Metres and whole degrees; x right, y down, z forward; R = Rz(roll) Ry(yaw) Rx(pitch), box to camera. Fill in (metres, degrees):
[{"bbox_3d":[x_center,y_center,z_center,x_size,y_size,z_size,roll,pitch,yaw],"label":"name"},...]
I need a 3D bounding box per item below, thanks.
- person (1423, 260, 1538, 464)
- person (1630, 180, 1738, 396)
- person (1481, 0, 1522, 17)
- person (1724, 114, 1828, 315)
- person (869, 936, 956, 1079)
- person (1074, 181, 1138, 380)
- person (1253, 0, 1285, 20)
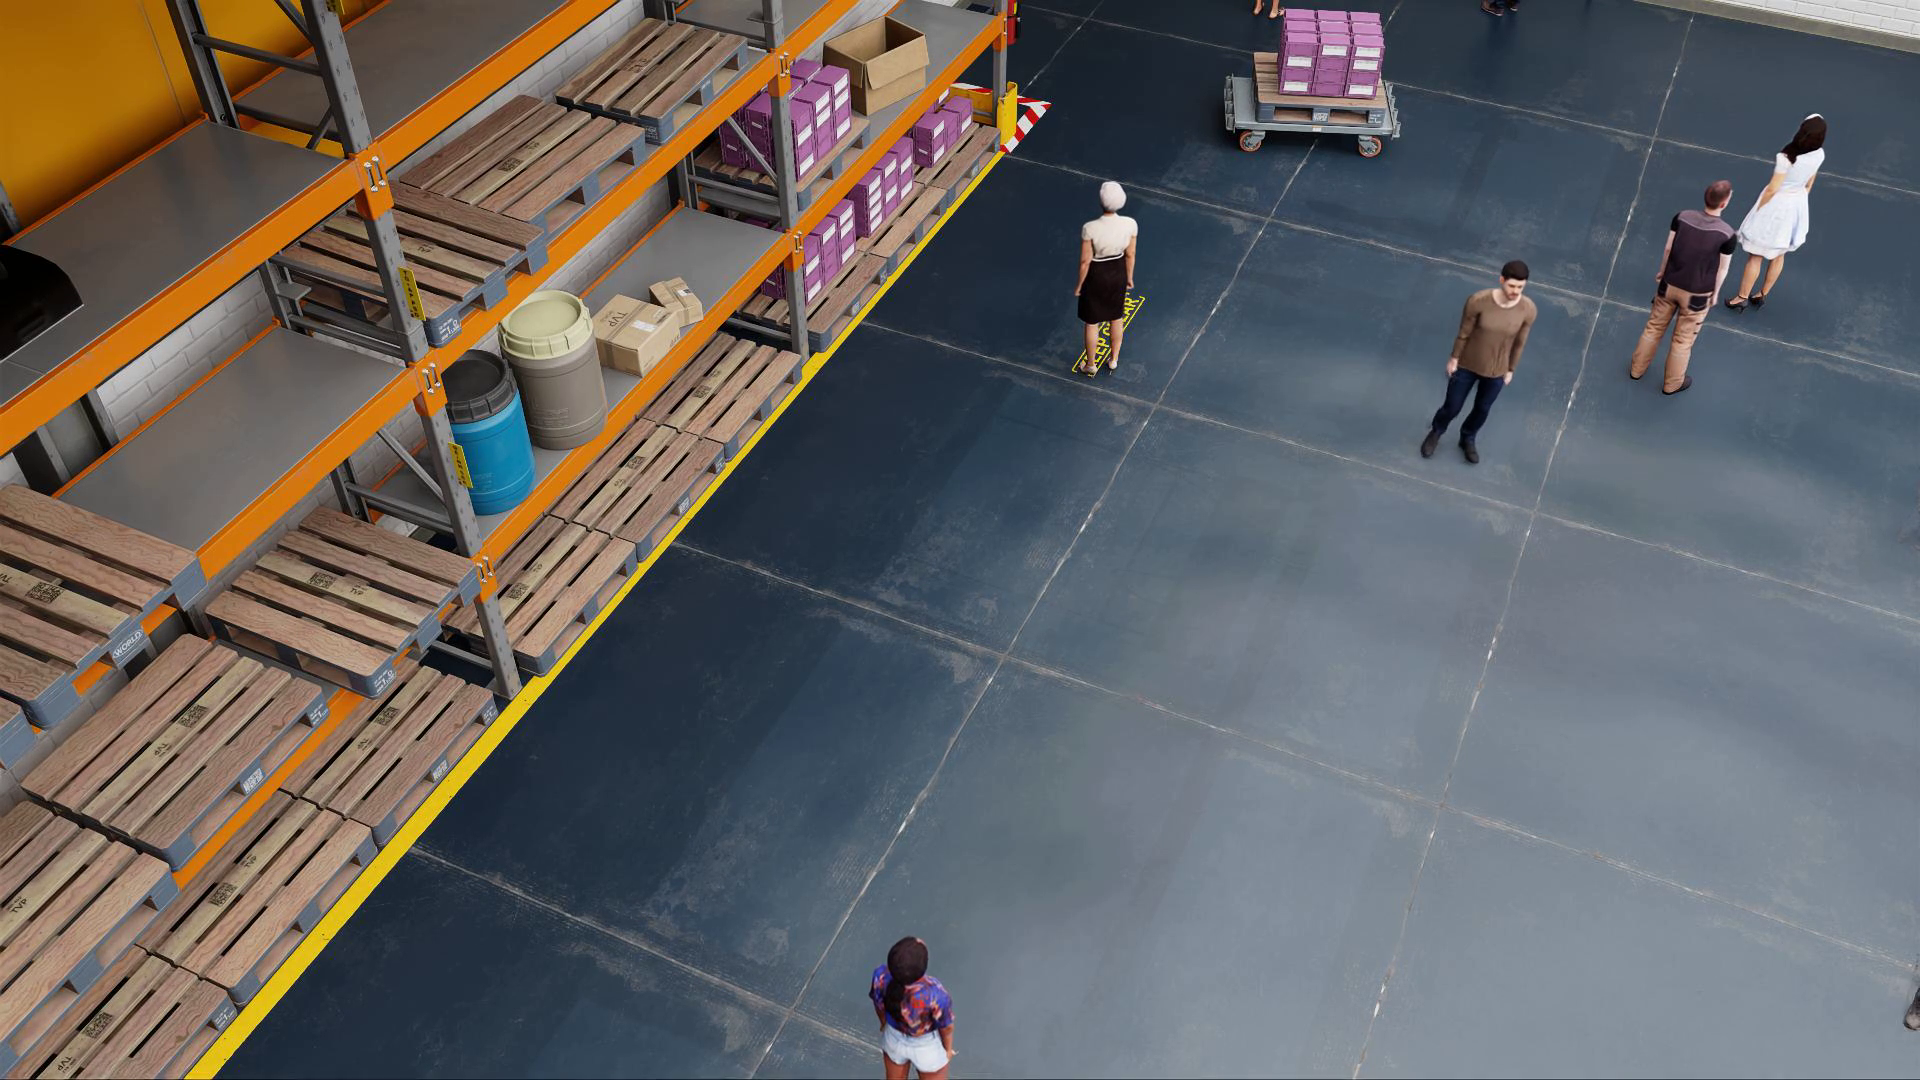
[{"bbox_3d":[3.837,-1.321,12.241,0.770,1.864,0.766,6,44,7],"label":"person"},{"bbox_3d":[5.654,-1.983,12.953,0.744,1.841,0.770,-31,52,-28],"label":"person"},{"bbox_3d":[5.970,-6.526,17.718,0.843,1.846,0.937,-21,47,-20],"label":"person"},{"bbox_3d":[6.742,-2.668,13.688,0.853,1.818,0.903,-7,44,-8],"label":"person"},{"bbox_3d":[-0.229,2.508,8.311,0.580,1.741,0.501,17,46,17],"label":"person"},{"bbox_3d":[1.134,-2.022,13.057,0.714,1.754,0.745,-10,44,-10],"label":"person"},{"bbox_3d":[3.368,-6.358,17.754,0.568,1.554,0.625,23,48,22],"label":"person"}]
